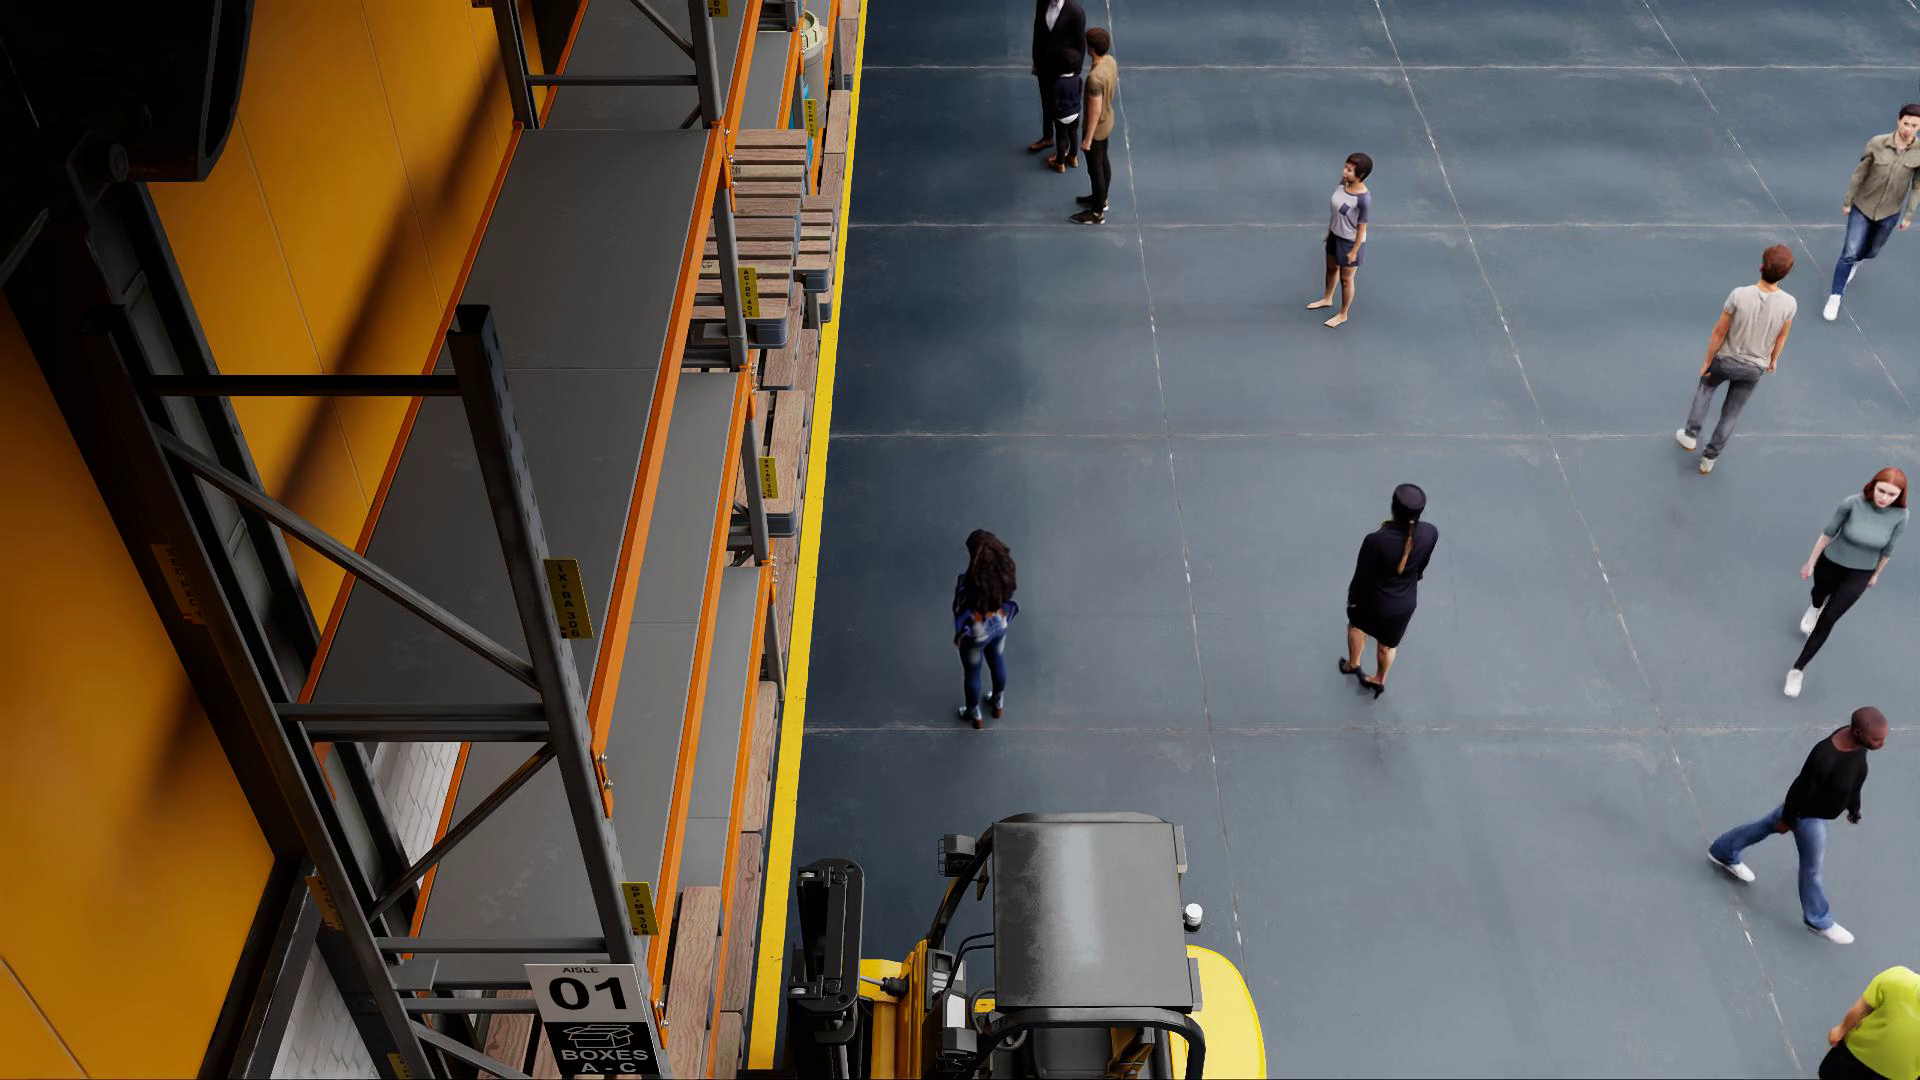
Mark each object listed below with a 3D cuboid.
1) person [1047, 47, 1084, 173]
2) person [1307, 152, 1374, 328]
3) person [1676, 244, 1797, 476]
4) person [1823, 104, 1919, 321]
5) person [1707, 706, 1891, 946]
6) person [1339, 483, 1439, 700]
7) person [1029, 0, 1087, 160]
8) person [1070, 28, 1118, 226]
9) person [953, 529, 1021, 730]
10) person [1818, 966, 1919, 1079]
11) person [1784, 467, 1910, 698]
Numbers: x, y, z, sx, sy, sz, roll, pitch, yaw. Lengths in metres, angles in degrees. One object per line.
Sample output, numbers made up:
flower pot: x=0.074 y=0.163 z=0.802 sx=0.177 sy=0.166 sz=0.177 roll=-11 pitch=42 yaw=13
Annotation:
person: x=1.010 y=-4.042 z=15.597 sx=0.578 sy=1.224 sz=0.613 roll=-24 pitch=48 yaw=-23
person: x=3.184 y=-2.506 z=13.737 sx=0.700 sy=1.566 sz=0.577 roll=-16 pitch=46 yaw=-16
person: x=5.720 y=-1.252 z=12.194 sx=0.792 sy=1.879 sz=0.804 roll=16 pitch=46 yaw=16
person: x=7.645 y=-2.797 z=13.839 sx=0.987 sy=1.846 sz=1.229 roll=16 pitch=46 yaw=17
person: x=4.762 y=1.470 z=9.466 sx=1.092 sy=1.700 sz=1.185 roll=-32 pitch=52 yaw=-29
person: x=2.742 y=0.407 z=10.615 sx=0.805 sy=1.655 sz=0.766 roll=-11 pitch=45 yaw=-11
person: x=0.922 y=-4.458 z=15.557 sx=0.769 sy=1.881 sz=0.795 roll=29 pitch=51 yaw=27
person: x=1.221 y=-3.677 z=14.760 sx=0.781 sy=1.850 sz=0.617 roll=12 pitch=45 yaw=13
person: x=0.146 y=0.554 z=10.482 sx=0.700 sy=1.624 sz=0.728 roll=-26 pitch=49 yaw=-24
person: x=4.675 y=2.525 z=8.381 sx=1.035 sy=1.668 sz=0.985 roll=-32 pitch=52 yaw=-29
person: x=5.767 y=0.147 z=10.854 sx=1.001 sy=1.700 sz=1.238 roll=22 pitch=48 yaw=22
